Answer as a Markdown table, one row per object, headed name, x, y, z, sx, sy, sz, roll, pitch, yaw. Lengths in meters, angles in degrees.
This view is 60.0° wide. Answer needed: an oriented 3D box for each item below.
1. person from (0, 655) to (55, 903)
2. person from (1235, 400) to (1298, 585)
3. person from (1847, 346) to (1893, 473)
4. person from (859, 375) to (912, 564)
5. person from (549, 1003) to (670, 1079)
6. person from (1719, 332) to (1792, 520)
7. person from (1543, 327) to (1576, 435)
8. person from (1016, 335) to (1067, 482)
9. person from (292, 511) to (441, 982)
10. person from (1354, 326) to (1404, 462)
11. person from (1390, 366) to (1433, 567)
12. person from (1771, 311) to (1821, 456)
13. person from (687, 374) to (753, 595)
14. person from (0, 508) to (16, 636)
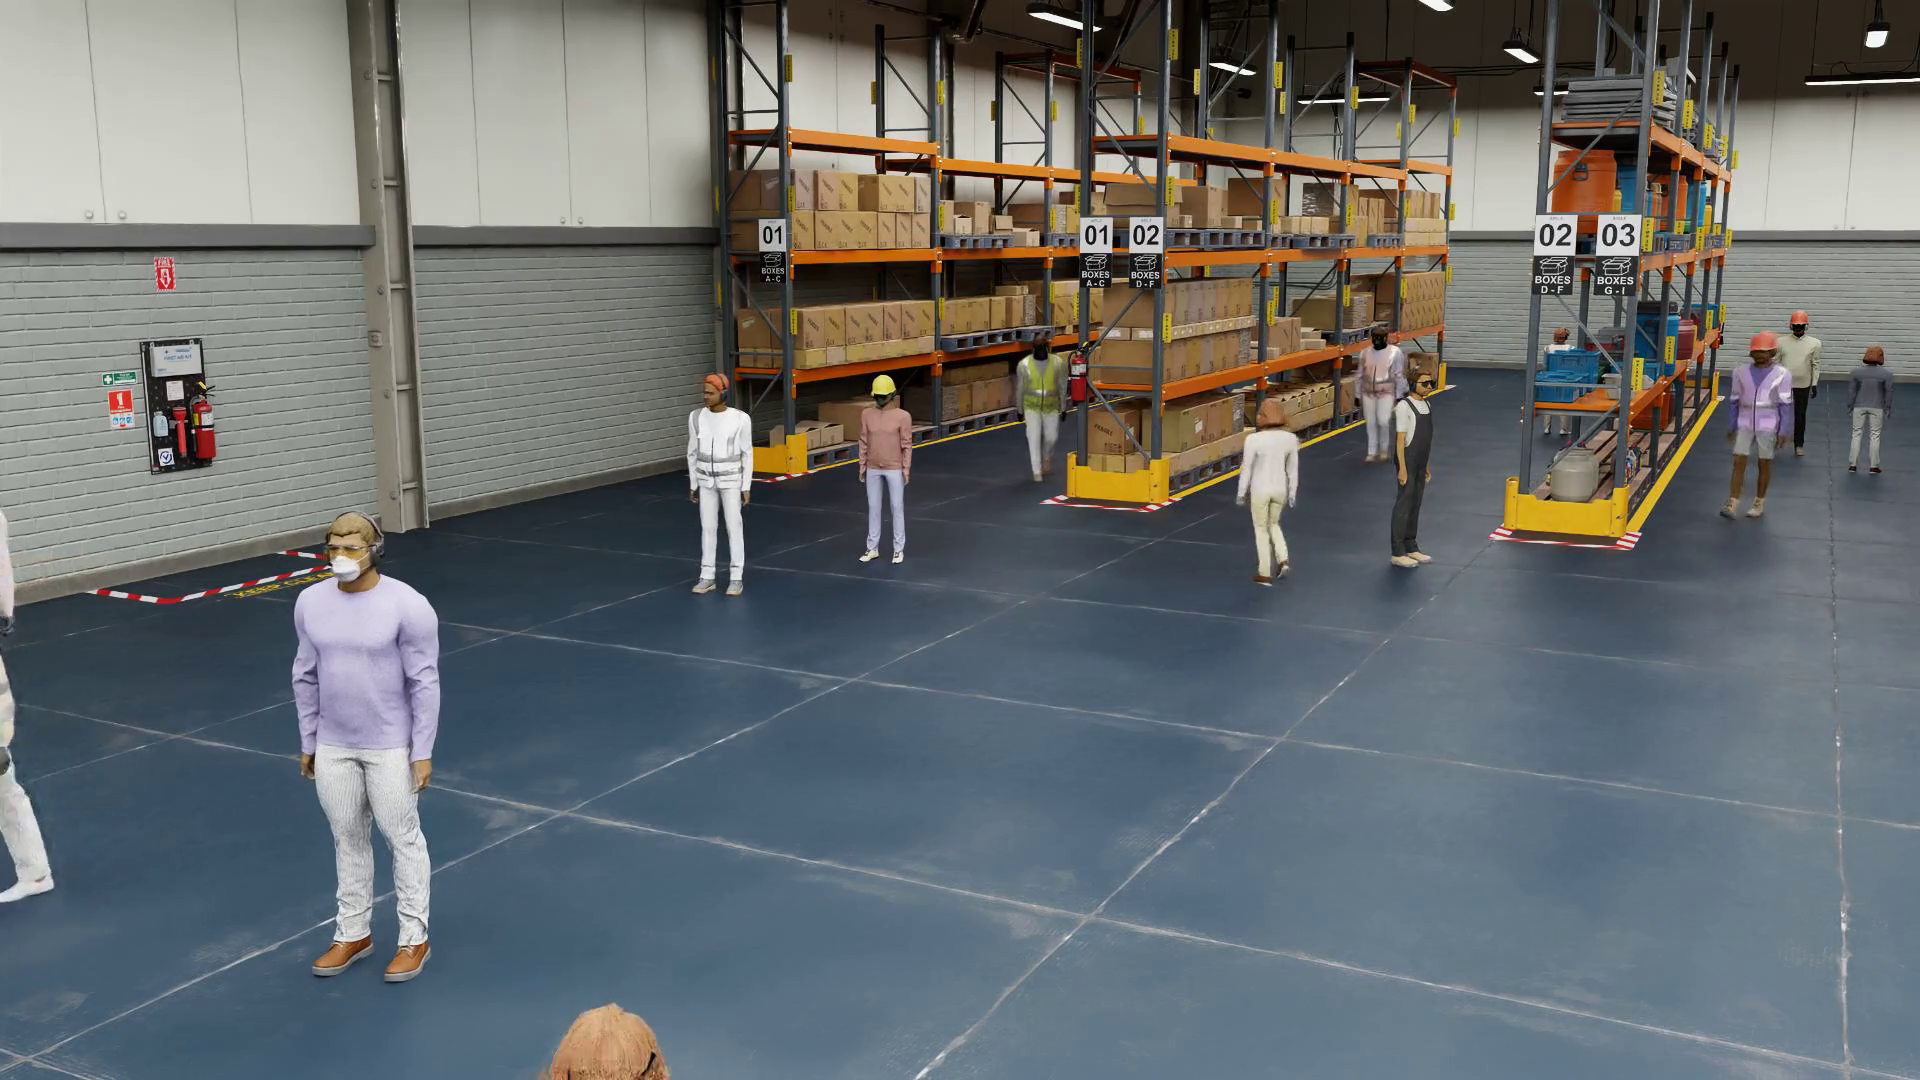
| name | x | y | z | sx | sy | sz | roll | pitch | yaw |
| --- | --- | --- | --- | --- | --- | --- | --- | --- | --- |
| person | -4.471 | 0.902 | 7.353 | 0.788 | 1.606 | 0.546 | -8 | 13 | -37 |
| person | 2.660 | -0.411 | 14.472 | 0.503 | 1.621 | 0.342 | -4 | 11 | -21 |
| person | 11.640 | -1.669 | 21.302 | 0.507 | 1.632 | 0.267 | 8 | 13 | 37 |
| person | -0.701 | -0.654 | 15.430 | 0.523 | 1.760 | 0.324 | 3 | 11 | 18 |
| person | -0.698 | 1.680 | 3.131 | 0.506 | 1.608 | 0.750 | 3 | 11 | 16 |
| person | 8.425 | -1.184 | 17.643 | 0.641 | 2.000 | 0.987 | 9 | 13 | 39 |
| person | 9.135 | -2.417 | 25.365 | 0.514 | 1.641 | 0.307 | 8 | 13 | 39 |
| person | 0.999 | -1.644 | 20.655 | 0.636 | 1.823 | 0.558 | 0 | 10 | -2 |
| person | -2.423 | 0.839 | 6.794 | 0.631 | 1.940 | 0.369 | 2 | 11 | 11 |
| person | 5.584 | -1.939 | 22.251 | 0.652 | 1.823 | 0.465 | 7 | 13 | 34 |
| person | 4.181 | -0.679 | 15.323 | 0.340 | 1.845 | 0.512 | 9 | 14 | 41 |
| person | 11.539 | -2.165 | 23.018 | 0.622 | 1.994 | 0.381 | 5 | 11 | 23 |
| person | -2.030 | -0.469 | 14.078 | 0.574 | 1.881 | 0.358 | 3 | 11 | 15 |
| person | -5.606 | 0.414 | 9.238 | 0.657 | 1.896 | 0.460 | -7 | 13 | -35 |
